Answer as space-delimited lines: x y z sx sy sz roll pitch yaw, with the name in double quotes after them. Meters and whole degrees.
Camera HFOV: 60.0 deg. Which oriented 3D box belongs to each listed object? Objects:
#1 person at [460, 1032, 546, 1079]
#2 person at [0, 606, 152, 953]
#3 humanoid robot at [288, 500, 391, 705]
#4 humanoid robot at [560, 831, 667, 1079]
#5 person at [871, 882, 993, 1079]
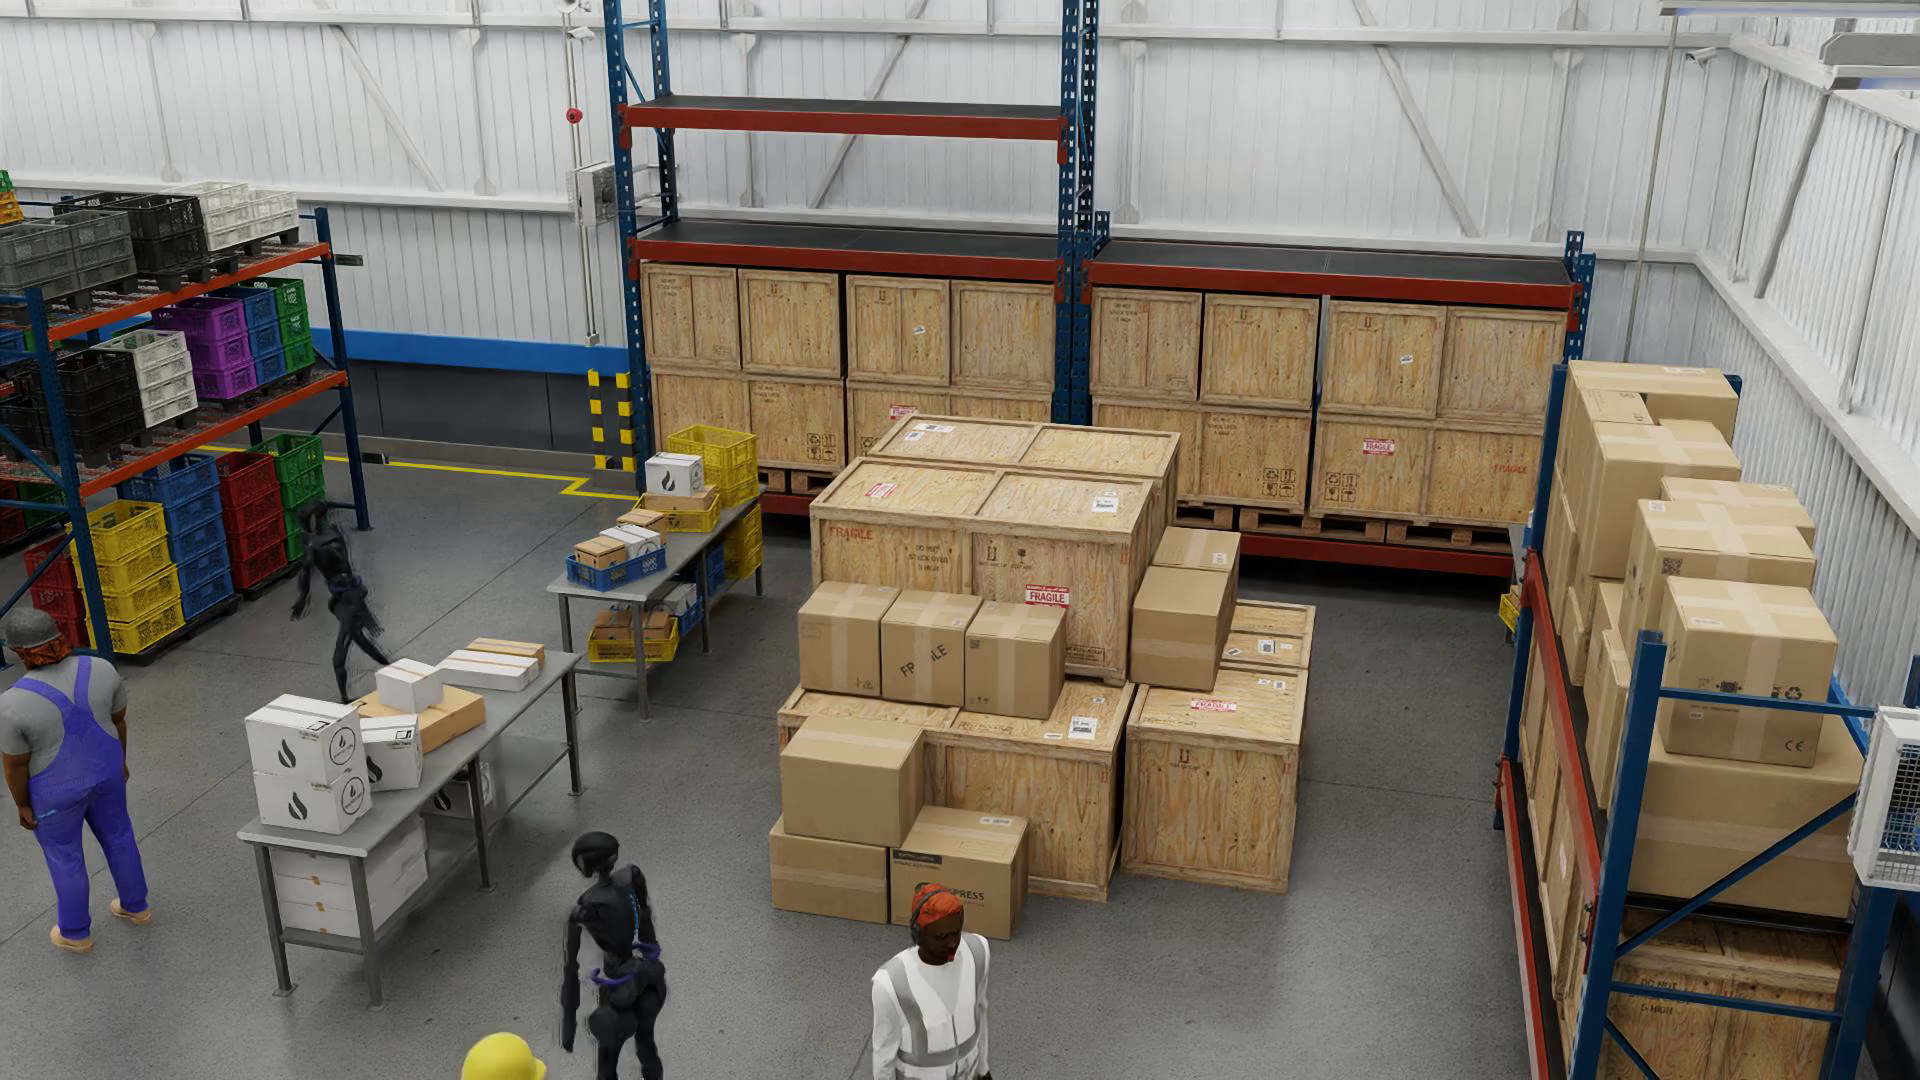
-1.614 2.597 5.959 0.598 1.913 0.417 15 26 35 "person"
-4.934 1.294 9.182 0.535 2.000 0.677 14 25 31 "person"
-4.410 0.423 12.042 0.773 1.614 0.598 -18 27 -38 "humanoid robot"
-1.554 2.058 7.676 0.342 1.641 0.664 11 23 26 "humanoid robot"
-0.103 2.251 6.898 0.573 1.881 0.357 -15 26 -35 "person"
